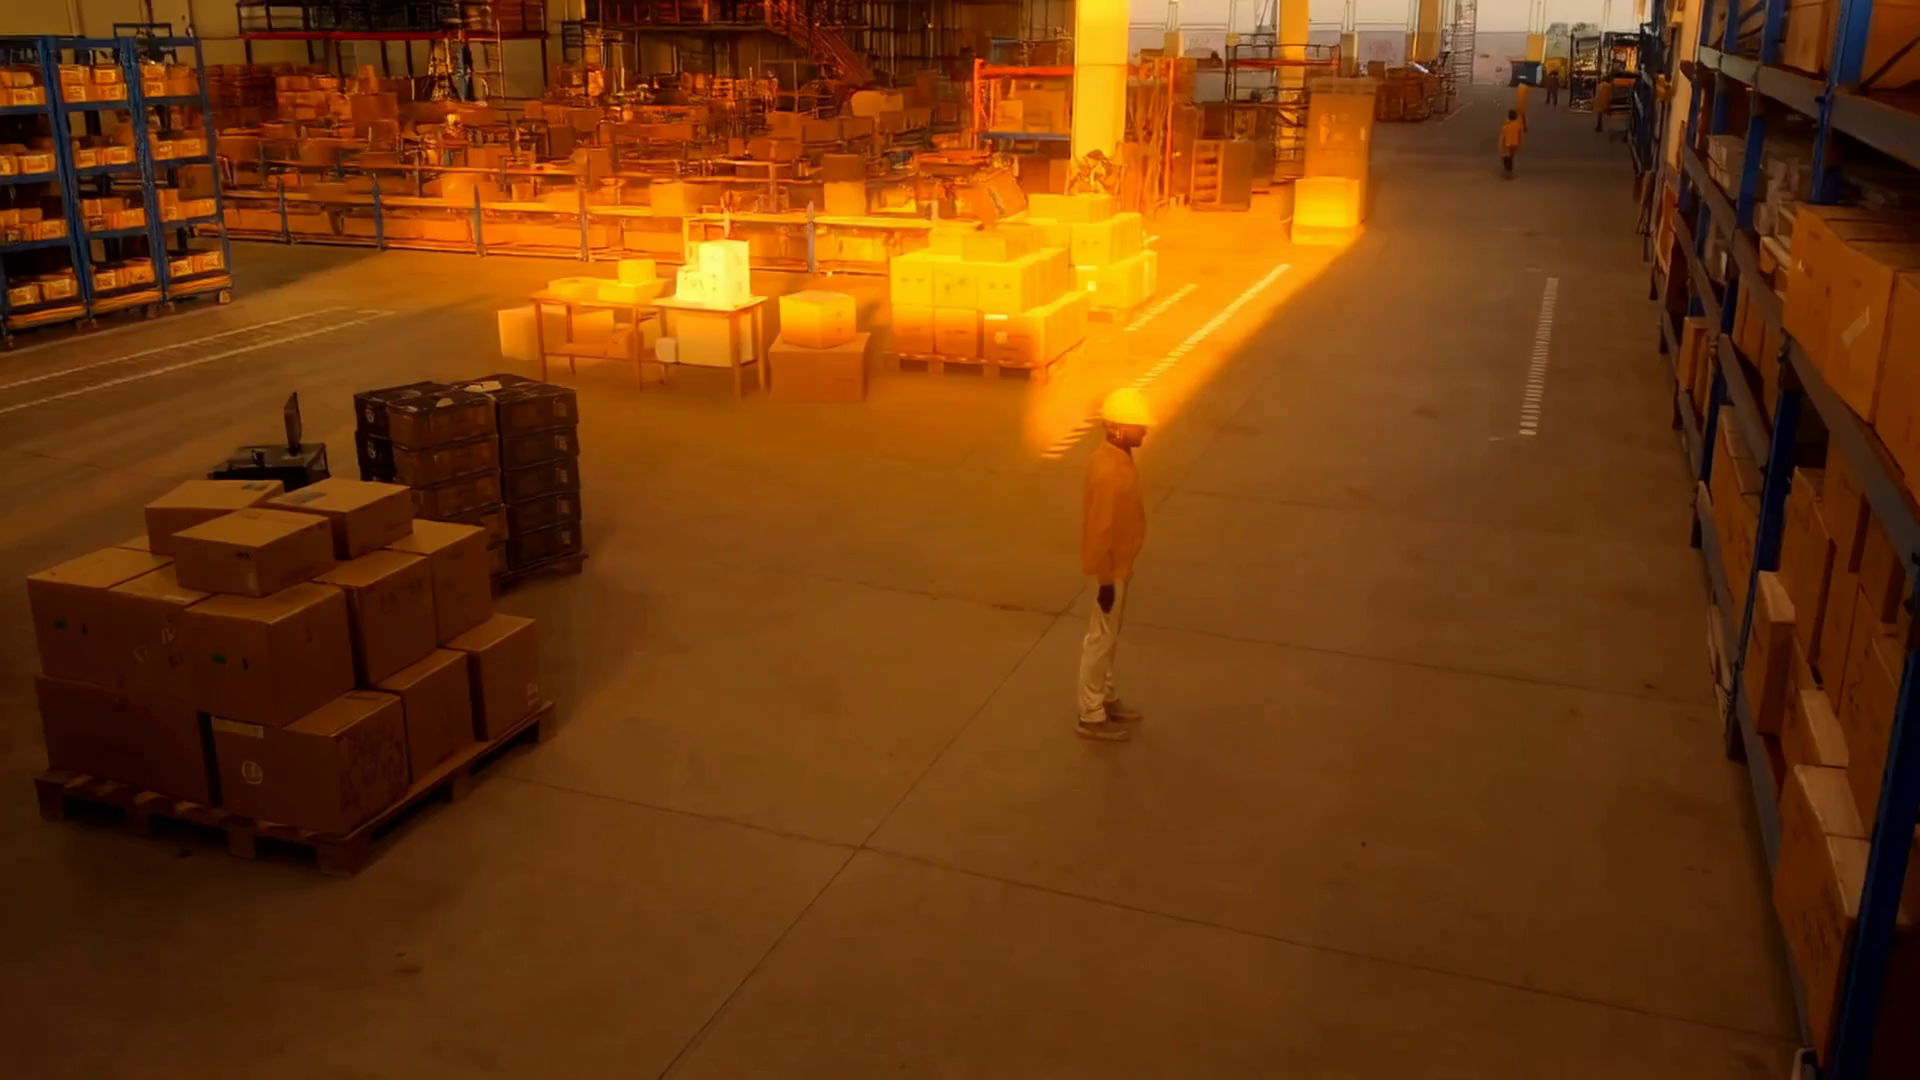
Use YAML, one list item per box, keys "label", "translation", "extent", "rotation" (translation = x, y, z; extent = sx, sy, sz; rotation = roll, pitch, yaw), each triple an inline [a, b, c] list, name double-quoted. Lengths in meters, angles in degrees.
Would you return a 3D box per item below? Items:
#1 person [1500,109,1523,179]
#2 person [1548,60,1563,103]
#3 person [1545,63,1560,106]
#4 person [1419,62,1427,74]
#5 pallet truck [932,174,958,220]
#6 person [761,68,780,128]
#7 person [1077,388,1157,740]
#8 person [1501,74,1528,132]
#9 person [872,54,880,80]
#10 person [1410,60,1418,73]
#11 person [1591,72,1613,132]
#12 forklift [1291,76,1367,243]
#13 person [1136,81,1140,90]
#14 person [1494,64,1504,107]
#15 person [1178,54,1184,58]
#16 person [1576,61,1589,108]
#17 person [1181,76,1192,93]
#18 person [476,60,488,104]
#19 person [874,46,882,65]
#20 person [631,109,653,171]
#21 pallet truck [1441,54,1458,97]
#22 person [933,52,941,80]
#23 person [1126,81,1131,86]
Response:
- label: "person"
  translation: [13.267, -9.503, 39.971]
  extent: [0.540, 1.679, 0.625]
  rotation: [-3, 18, -8]
- label: "person"
  translation: [26.466, -20.405, 73.964]
  extent: [0.598, 1.849, 1.064]
  rotation: [9, 20, 27]
- label: "person"
  translation: [25.338, -19.473, 71.110]
  extent: [0.511, 1.809, 0.905]
  rotation: [-1, 18, -3]
- label: "person"
  translation: [19.456, -19.124, 69.915]
  extent: [0.500, 1.853, 0.508]
  rotation: [14, 22, 37]
- label: "pallet truck"
  translation: [-0.507, -5.292, 27.348]
  extent: [0.653, 1.274, 1.630]
  rotation: [6, 19, 19]
- label: "person"
  translation: [-6.694, -15.472, 58.198]
  extent: [0.618, 2.013, 0.943]
  rotation: [-12, 21, -32]
- label: "person"
  translation: [0.864, 0.130, 9.209]
  extent: [0.400, 1.987, 0.608]
  rotation: [4, 18, 13]
- label: "person"
  translation: [18.717, -14.659, 55.808]
  extent: [0.575, 1.890, 0.955]
  rotation: [-15, 23, -39]
- label: "person"
  translation: [-4.020, -22.569, 80.612]
  extent: [0.366, 1.931, 0.542]
  rotation: [14, 22, 37]
- label: "person"
  translation: [21.703, -22.090, 79.498]
  extent: [0.628, 1.681, 0.544]
  rotation: [-8, 19, -24]
- label: "person"
  translation: [21.509, -14.664, 55.748]
  extent: [0.470, 1.950, 0.628]
  rotation: [-13, 22, -35]
- label: "forklift"
  translation: [6.598, -6.755, 29.381]
  extent: [1.129, 2.768, 1.873]
  rotation: [6, 19, 19]
- label: "person"
  translation: [8.784, -22.987, 81.941]
  extent: [0.384, 1.932, 0.622]
  rotation: [-13, 22, -34]
- label: "person"
  translation: [22.933, -19.303, 70.651]
  extent: [0.297, 1.743, 0.493]
  rotation: [8, 19, 23]
- label: "person"
  translation: [11.171, -23.691, 84.279]
  extent: [0.429, 1.846, 0.625]
  rotation: [9, 20, 27]
- label: "person"
  translation: [26.187, -19.188, 70.009]
  extent: [0.379, 1.918, 0.585]
  rotation: [9, 20, 27]
- label: "person"
  translation: [8.021, -15.526, 58.791]
  extent: [0.764, 1.743, 0.530]
  rotation: [-14, 22, -37]
- label: "person"
  translation: [-20.809, -19.871, 72.232]
  extent: [0.525, 1.867, 0.615]
  rotation: [7, 19, 20]
- label: "person"
  translation: [-4.919, -28.710, 99.952]
  extent: [0.597, 1.906, 0.591]
  rotation: [6, 19, 19]
- label: "person"
  translation: [-7.517, -9.264, 39.131]
  extent: [0.873, 1.732, 0.530]
  rotation: [-3, 18, -10]
- label: "pallet truck"
  translation: [22.765, -21.886, 78.355]
  extent: [0.823, 1.965, 1.885]
  rotation: [-4, 18, -14]
- label: "person"
  translation: [-1.278, -25.583, 90.233]
  extent: [0.624, 1.840, 0.429]
  rotation: [-15, 23, -38]
- label: "person"
  translation: [6.059, -16.118, 60.251]
  extent: [0.393, 1.986, 0.610]
  rotation: [-2, 18, -5]
